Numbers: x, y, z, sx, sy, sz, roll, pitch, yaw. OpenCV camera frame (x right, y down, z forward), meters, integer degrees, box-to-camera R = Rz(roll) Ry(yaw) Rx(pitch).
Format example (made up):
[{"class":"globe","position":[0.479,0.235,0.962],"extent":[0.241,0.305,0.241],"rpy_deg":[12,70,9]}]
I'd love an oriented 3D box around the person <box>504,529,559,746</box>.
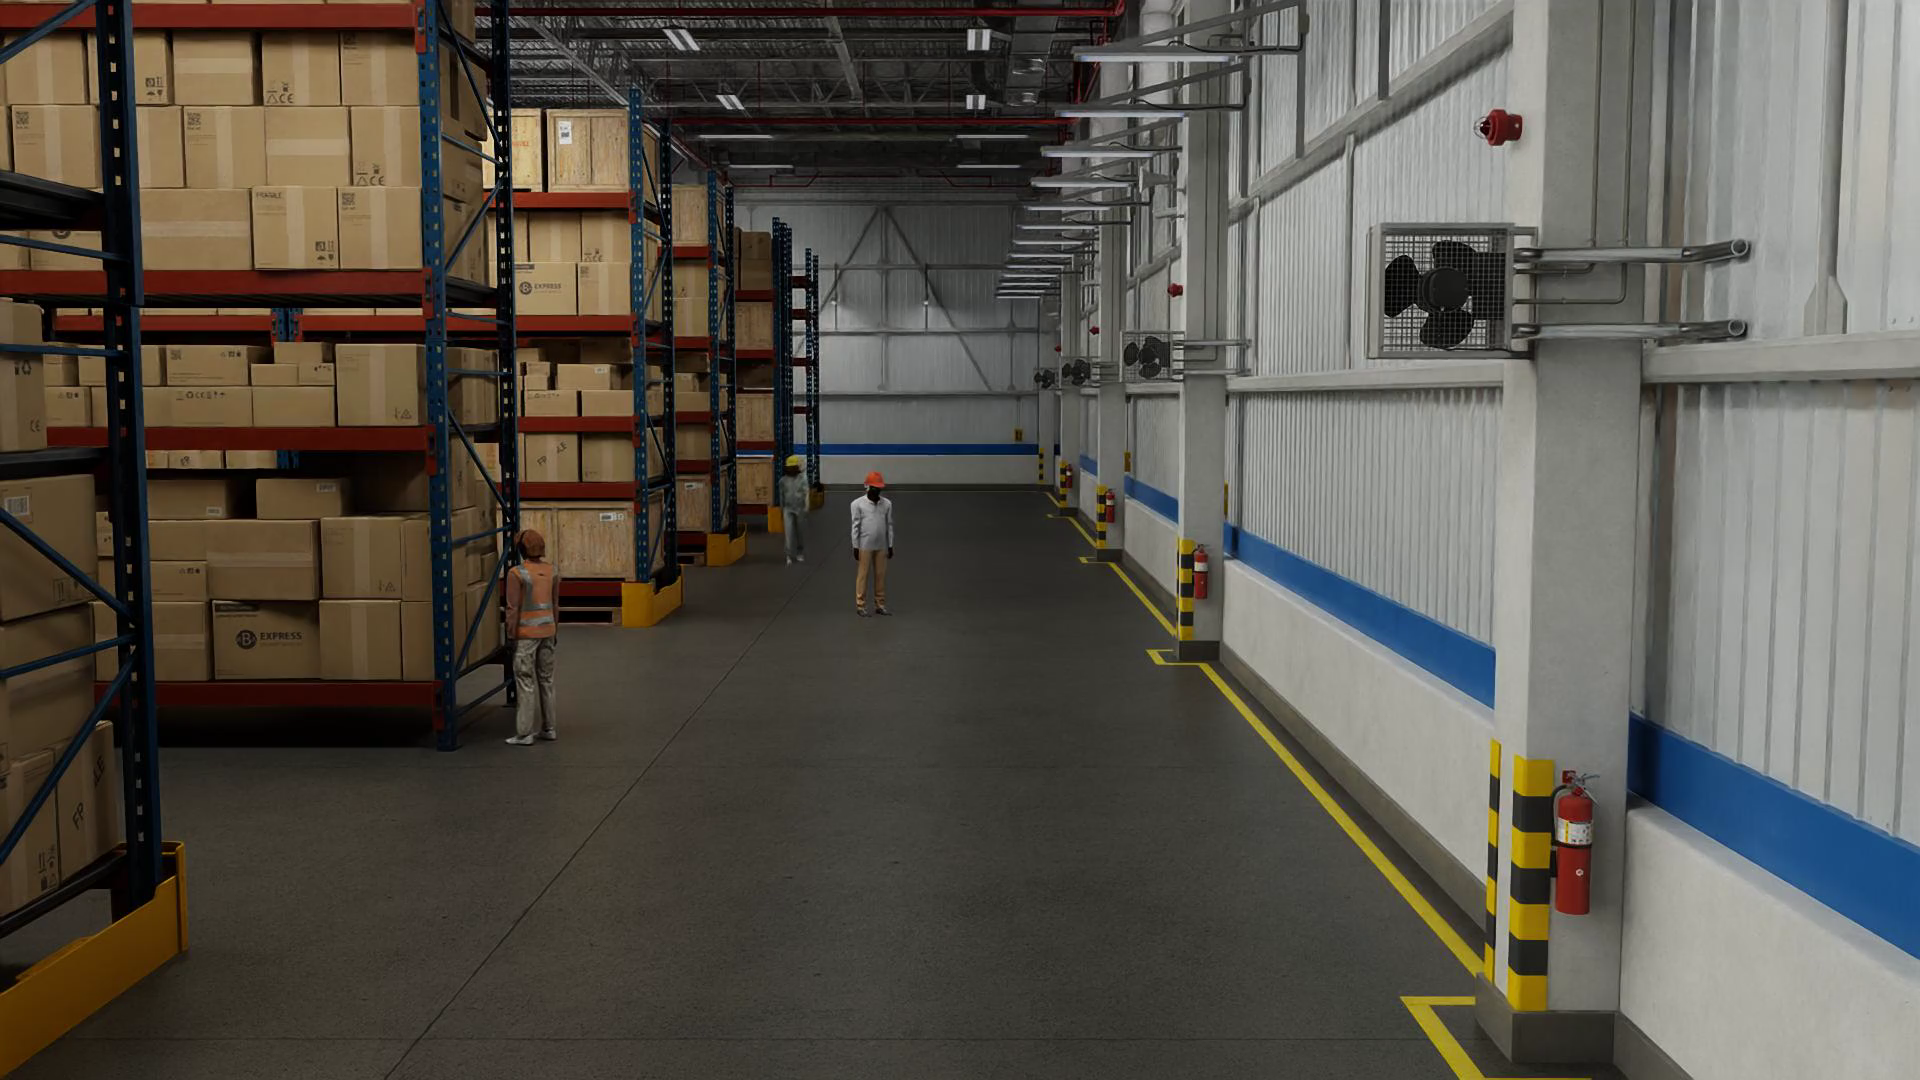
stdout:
[{"class":"person","position":[-3.228,0.733,12.579],"extent":[0.321,1.631,0.526],"rpy_deg":[3,6,29]}]

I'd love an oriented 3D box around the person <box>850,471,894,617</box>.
[{"class":"person","position":[-1.034,0.051,19.849],"extent":[0.564,1.745,0.349],"rpy_deg":[-3,6,-31]}]

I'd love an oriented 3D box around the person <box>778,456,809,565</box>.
[{"class":"person","position":[-2.623,-0.480,26.294],"extent":[0.484,1.707,0.839],"rpy_deg":[0,5,-4]}]
